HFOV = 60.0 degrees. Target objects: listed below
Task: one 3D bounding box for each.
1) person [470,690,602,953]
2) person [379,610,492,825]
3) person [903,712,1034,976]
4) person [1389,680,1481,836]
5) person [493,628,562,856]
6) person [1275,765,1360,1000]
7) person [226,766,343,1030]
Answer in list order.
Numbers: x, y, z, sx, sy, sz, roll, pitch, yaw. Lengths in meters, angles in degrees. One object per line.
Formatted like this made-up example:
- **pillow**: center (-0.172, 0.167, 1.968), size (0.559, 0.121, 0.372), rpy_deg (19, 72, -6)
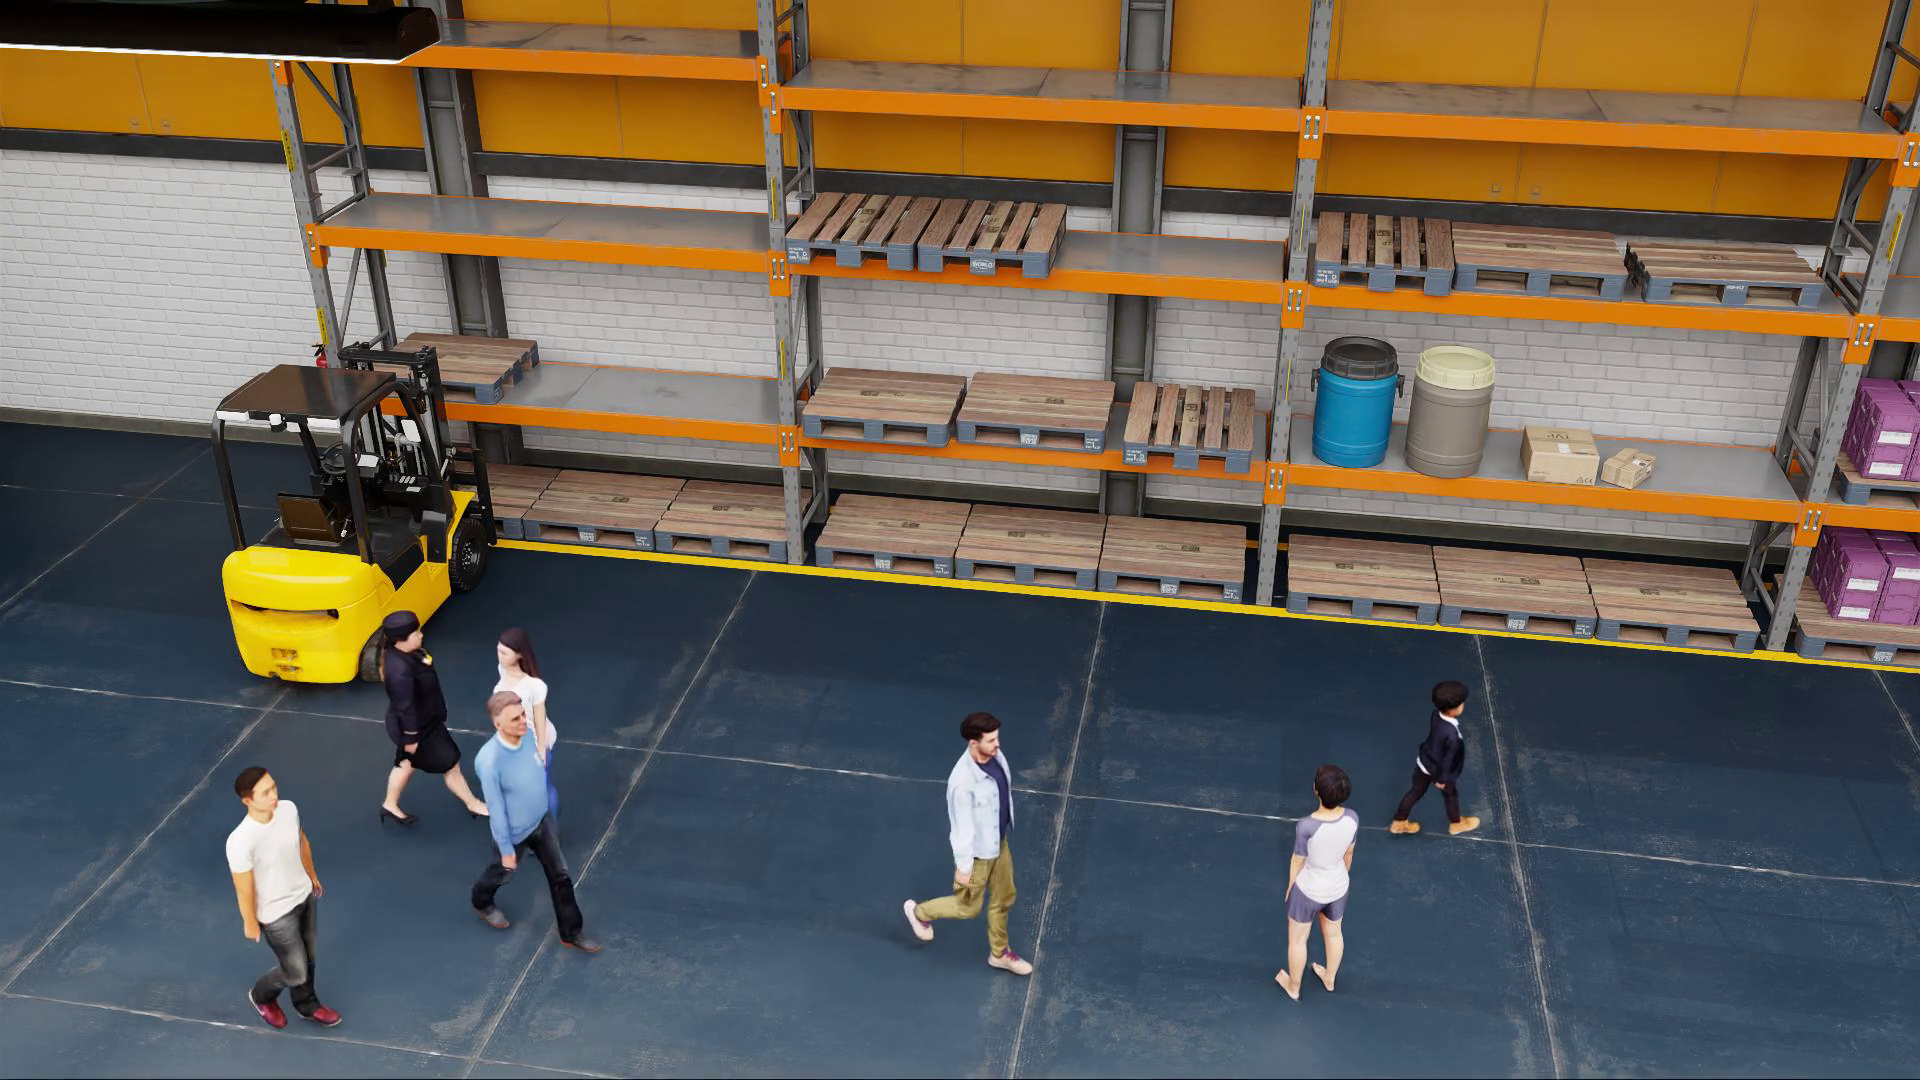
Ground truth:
- **person**: center (-2.690, 1.661, 9.859), size (1.247, 1.781, 0.893), rpy_deg (13, 31, 23)
- **person**: center (-3.619, 1.221, 10.825), size (1.173, 1.629, 0.996), rpy_deg (-8, 30, -15)
- **person**: center (0.047, 1.756, 9.679), size (1.154, 1.788, 0.903), rpy_deg (14, 32, 24)
- **person**: center (3.065, 1.450, 10.855), size (0.898, 1.198, 0.698), rpy_deg (-5, 29, -10)
- **person**: center (-2.683, 1.272, 10.682), size (0.687, 1.676, 0.771), rpy_deg (21, 35, 34)
- **person**: center (2.064, 1.963, 9.535), size (0.622, 1.562, 0.718), rpy_deg (-10, 30, -18)
- **person**: center (-3.836, 1.994, 9.234), size (0.728, 1.796, 0.660), rpy_deg (7, 29, 13)
